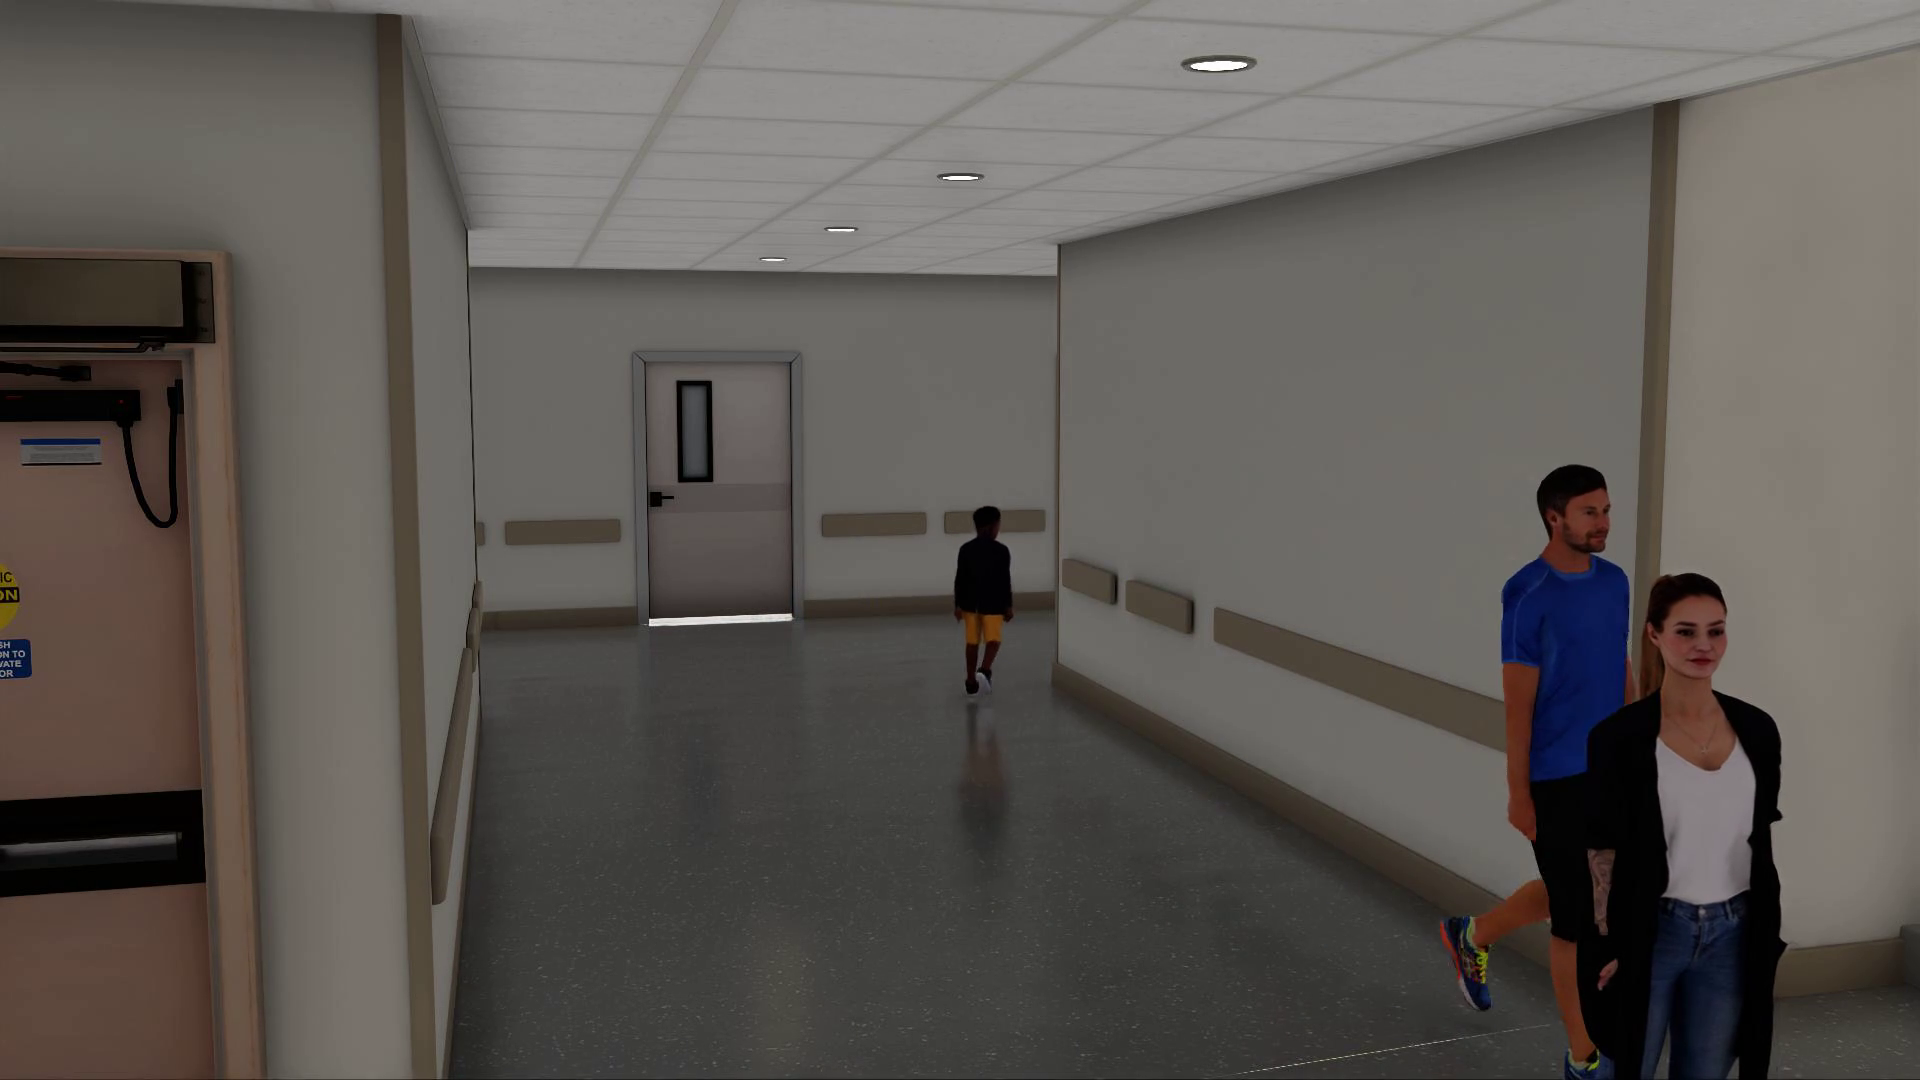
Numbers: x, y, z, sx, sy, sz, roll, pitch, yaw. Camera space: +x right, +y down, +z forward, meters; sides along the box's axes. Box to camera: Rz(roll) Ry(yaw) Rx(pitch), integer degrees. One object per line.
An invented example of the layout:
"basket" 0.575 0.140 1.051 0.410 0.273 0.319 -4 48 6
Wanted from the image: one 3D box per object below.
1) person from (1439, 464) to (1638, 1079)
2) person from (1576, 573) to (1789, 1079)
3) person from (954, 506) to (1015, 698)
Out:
"person" 1.782 0.703 5.040 1.135 1.848 0.893 -3 7 -30
"person" 1.639 0.908 3.825 0.579 1.683 0.743 0 6 -1
"person" 0.150 0.413 10.878 0.696 1.256 0.741 1 6 8
